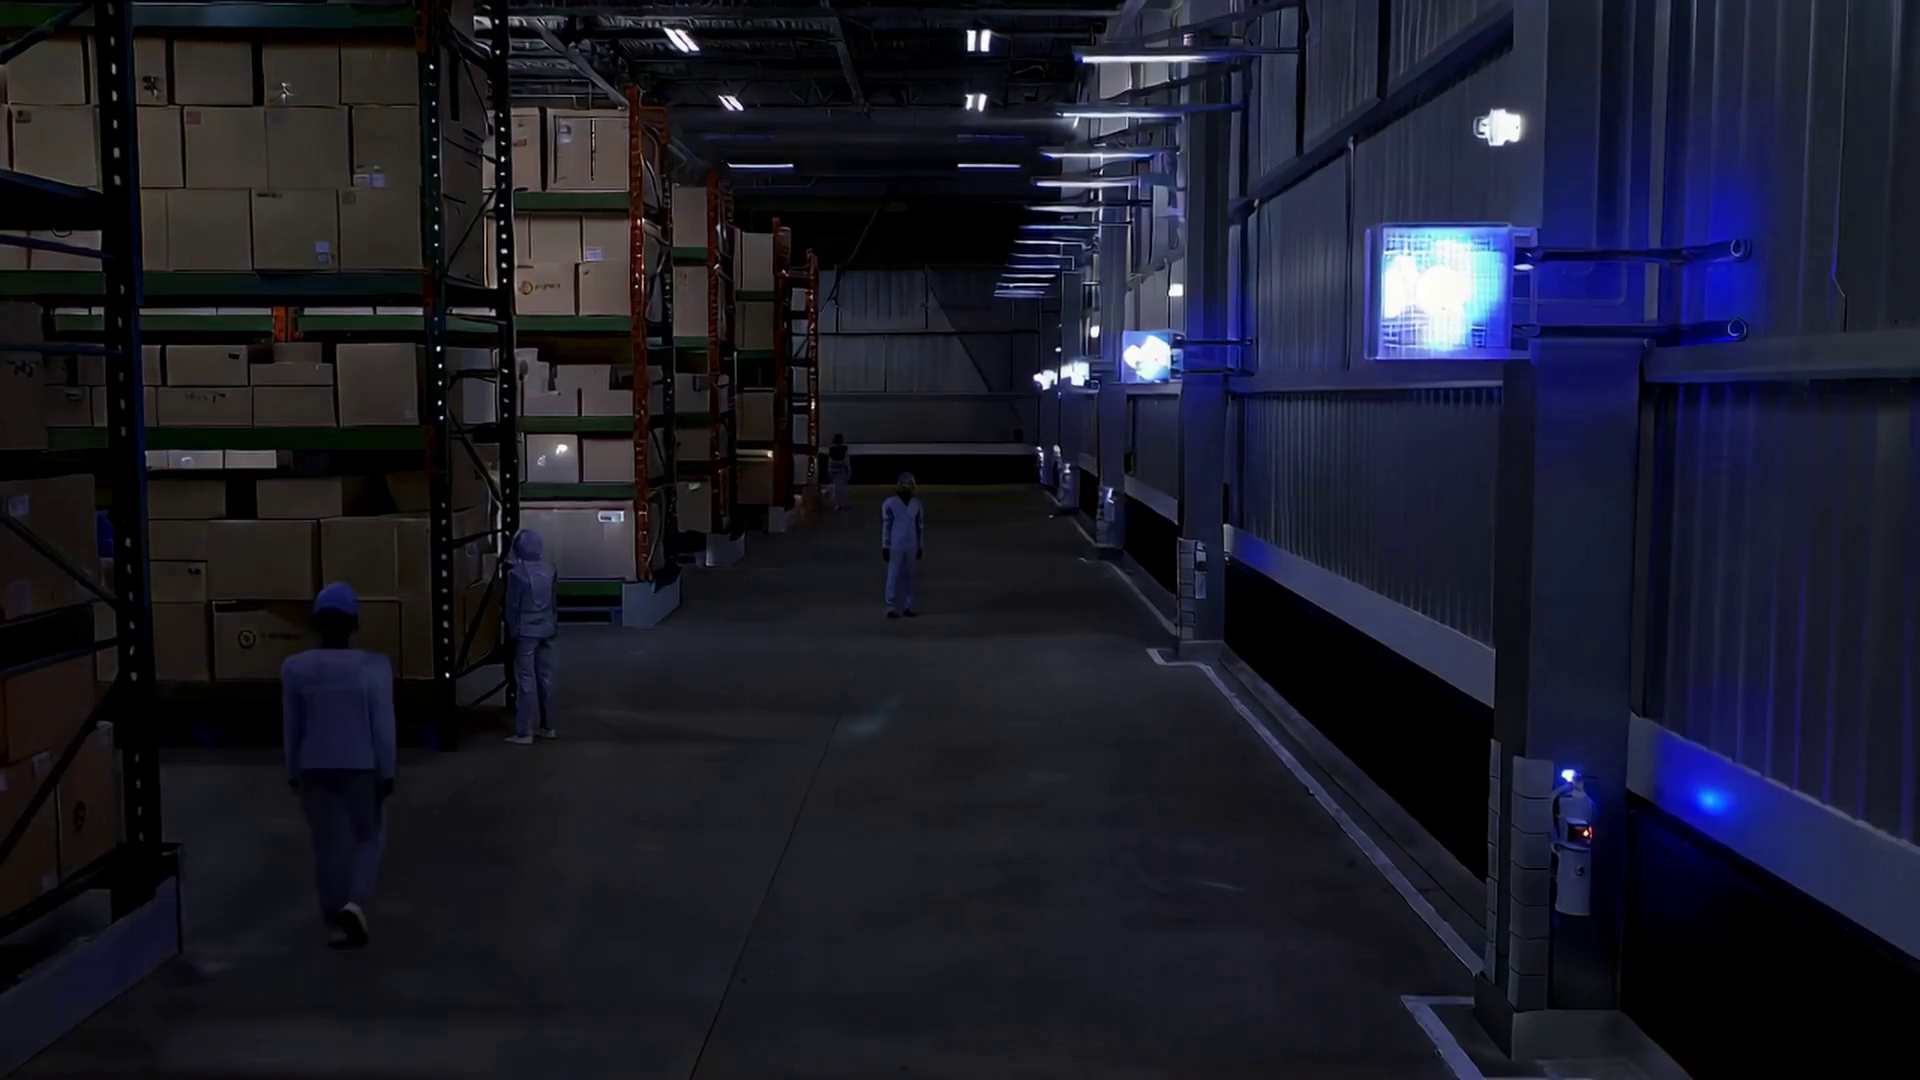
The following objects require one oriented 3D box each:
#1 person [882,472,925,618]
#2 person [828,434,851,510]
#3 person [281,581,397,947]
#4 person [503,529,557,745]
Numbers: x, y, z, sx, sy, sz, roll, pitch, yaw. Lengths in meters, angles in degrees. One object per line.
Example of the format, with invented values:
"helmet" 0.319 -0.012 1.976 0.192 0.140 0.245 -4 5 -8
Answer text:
"person" -0.657 0.058 19.793 0.563 1.743 0.351 -3 6 -31
"person" -2.805 -1.578 38.615 0.594 1.795 0.921 2 5 19
"person" -2.938 1.076 7.852 0.528 1.757 0.483 -1 5 -6
"person" -3.239 0.732 12.589 0.314 1.632 0.523 3 6 28
